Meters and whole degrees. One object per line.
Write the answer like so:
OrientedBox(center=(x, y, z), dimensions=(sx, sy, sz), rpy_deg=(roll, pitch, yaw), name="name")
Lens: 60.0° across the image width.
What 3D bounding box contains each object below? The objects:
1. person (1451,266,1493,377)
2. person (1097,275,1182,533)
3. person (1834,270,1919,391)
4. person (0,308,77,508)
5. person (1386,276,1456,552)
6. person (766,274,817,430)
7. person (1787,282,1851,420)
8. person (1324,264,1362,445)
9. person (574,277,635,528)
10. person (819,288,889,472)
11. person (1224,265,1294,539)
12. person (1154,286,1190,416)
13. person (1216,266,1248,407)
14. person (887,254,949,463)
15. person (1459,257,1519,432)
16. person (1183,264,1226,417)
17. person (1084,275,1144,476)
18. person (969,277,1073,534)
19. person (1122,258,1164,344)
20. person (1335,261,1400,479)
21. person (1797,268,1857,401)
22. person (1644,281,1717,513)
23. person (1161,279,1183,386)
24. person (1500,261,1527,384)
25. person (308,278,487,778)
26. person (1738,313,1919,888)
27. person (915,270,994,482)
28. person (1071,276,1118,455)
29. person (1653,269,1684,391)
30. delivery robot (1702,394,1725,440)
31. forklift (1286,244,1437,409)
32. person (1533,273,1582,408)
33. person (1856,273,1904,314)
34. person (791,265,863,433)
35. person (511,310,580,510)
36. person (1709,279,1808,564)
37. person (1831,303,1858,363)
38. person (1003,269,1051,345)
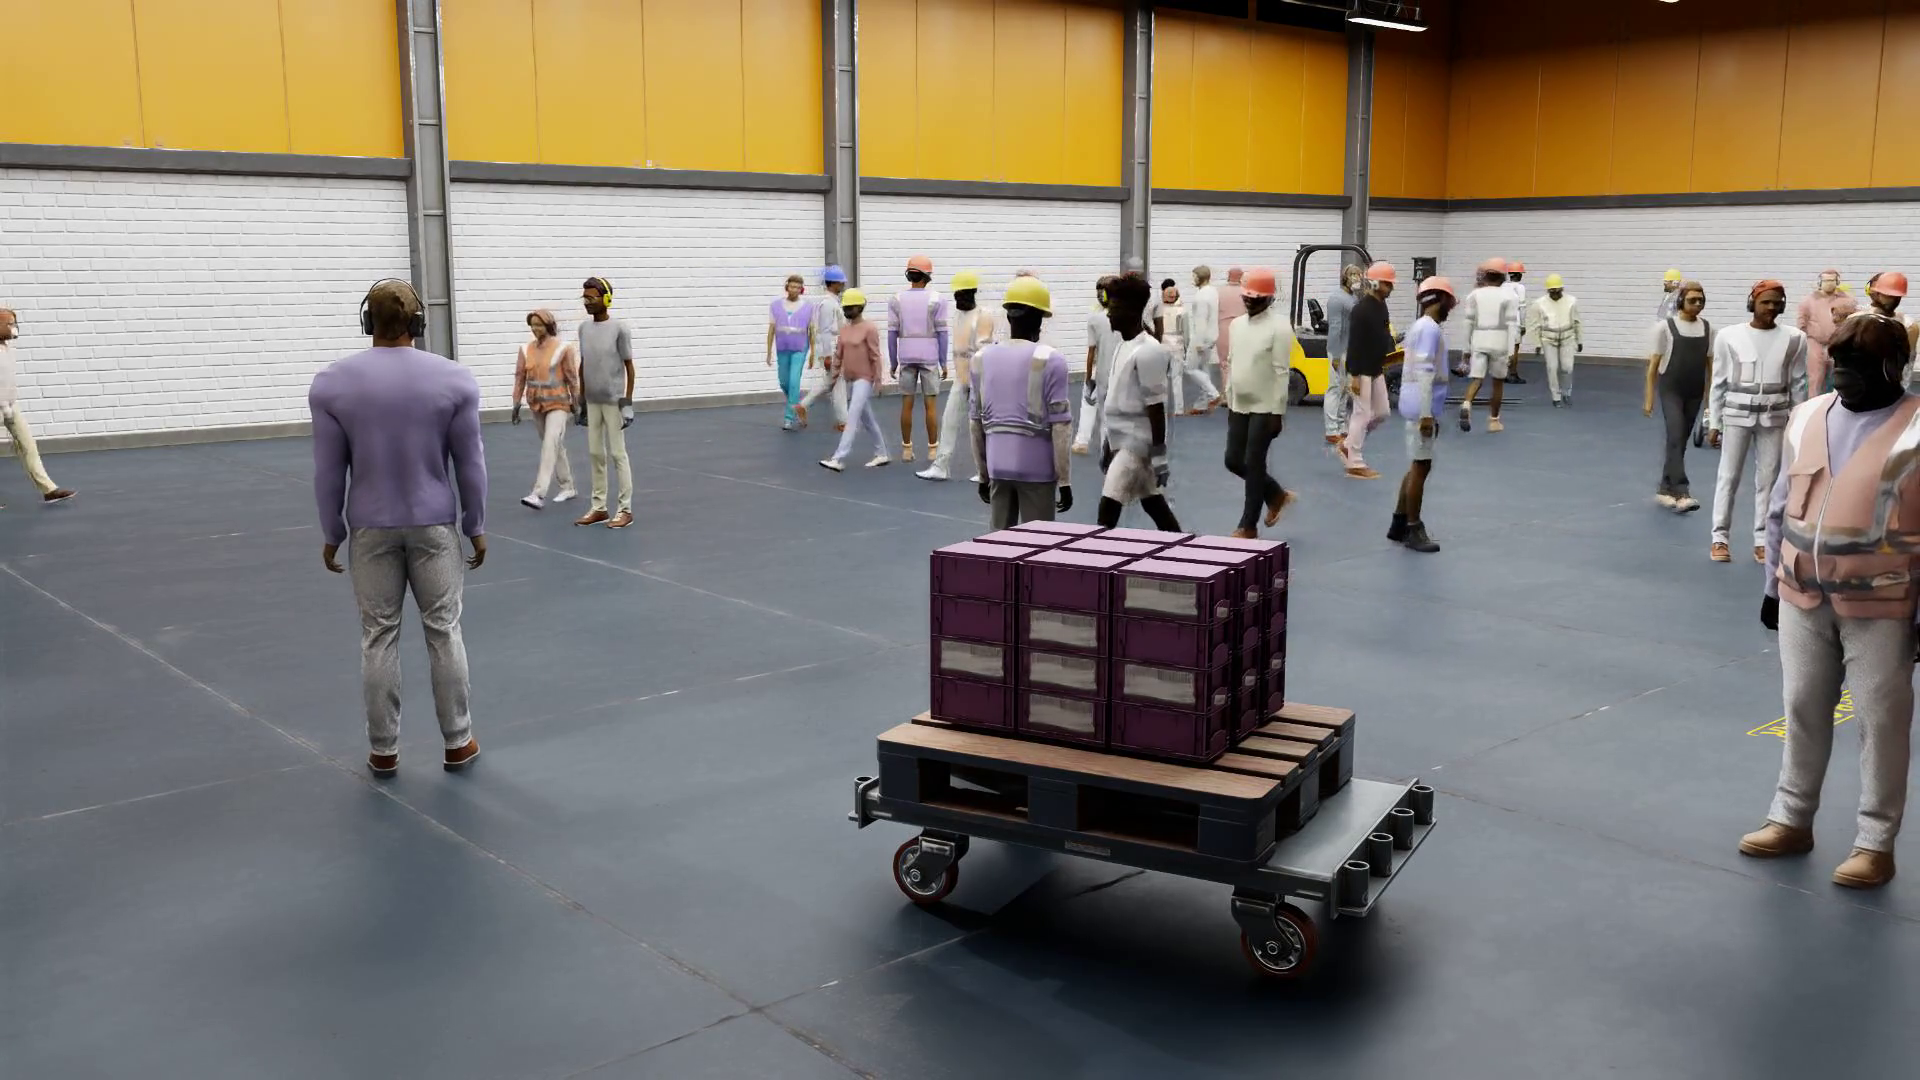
OrientedBox(center=(8.695, -3.639, 27.808), dimensions=(1.003, 1.842, 0.664), rpy_deg=(-7, 12, -36), name="person")
OrientedBox(center=(0.958, -0.565, 9.609), dimensions=(1.032, 1.910, 0.621), rpy_deg=(-1, 10, -6), name="person")
OrientedBox(center=(7.224, -1.170, 13.159), dimensions=(0.577, 1.915, 0.499), rpy_deg=(4, 10, 22), name="person")
OrientedBox(center=(-7.574, -1.039, 13.303), dimensions=(0.800, 1.598, 0.513), rpy_deg=(0, 10, -3), name="person")
OrientedBox(center=(3.212, -0.875, 11.547), dimensions=(0.388, 1.885, 0.662), rpy_deg=(3, 10, 16), name="person")
OrientedBox(center=(-1.965, -2.225, 19.625), dimensions=(0.600, 1.814, 0.775), rpy_deg=(2, 10, 9), name="person")
OrientedBox(center=(10.309, -2.212, 19.843), dimensions=(0.848, 1.715, 0.529), rpy_deg=(-1, 10, -7), name="person")
OrientedBox(center=(4.143, -1.993, 17.925), dimensions=(0.371, 1.935, 0.627), rpy_deg=(6, 12, 33), name="person")
OrientedBox(center=(-2.654, -1.019, 12.405), dimensions=(0.518, 1.870, 0.323), rpy_deg=(5, 11, 29), name="person")
OrientedBox(center=(-1.006, -1.511, 15.723), dimensions=(0.920, 1.711, 0.548), rpy_deg=(-9, 13, -42), name="person")
OrientedBox(center=(2.137, -0.943, 11.707), dimensions=(0.618, 1.960, 0.619), rpy_deg=(-6, 11, -32), name="person")
OrientedBox(center=(2.668, -2.397, 21.145), dimensions=(0.514, 1.640, 0.310), rpy_deg=(4, 10, 22), name="person")
OrientedBox(center=(3.647, -2.722, 22.338), dimensions=(0.668, 1.877, 0.514), rpy_deg=(-1, 10, -5), name="person")
OrientedBox(center=(-0.401, -1.772, 16.305), dimensions=(0.609, 2.044, 0.393), rpy_deg=(3, 10, 15), name="person")
OrientedBox(center=(5.993, -2.196, 18.892), dimensions=(0.611, 2.017, 0.852), rpy_deg=(7, 12, 36), name="person")
OrientedBox(center=(3.056, -2.492, 20.871), dimensions=(0.463, 1.923, 0.636), rpy_deg=(4, 10, 22), name="person")
OrientedBox(center=(1.326, -1.337, 14.336), dimensions=(0.514, 1.852, 0.505), rpy_deg=(1, 10, 5), name="person")
OrientedBox(center=(0.319, -0.350, 8.344), dimensions=(0.585, 1.920, 0.373), rpy_deg=(7, 12, 34), name="person")
OrientedBox(center=(2.052, -2.358, 19.742), dimensions=(0.707, 2.000, 0.961), rpy_deg=(1, 10, 5), name="person")
OrientedBox(center=(3.707, -1.535, 15.118), dimensions=(0.533, 1.972, 0.637), rpy_deg=(8, 13, 40), name="person")
OrientedBox(center=(10.252, -2.271, 19.684), dimensions=(0.668, 1.883, 0.746), rpy_deg=(3, 10, 17), name="person")
OrientedBox(center=(5.747, -1.108, 13.076), dimensions=(0.540, 1.814, 0.852), rpy_deg=(-1, 10, -7), name="person")
OrientedBox(center=(3.272, -3.255, 26.085), dimensions=(0.553, 1.656, 0.849), rpy_deg=(4, 10, 21), name="person")
OrientedBox(center=(8.794, -3.451, 26.448), dimensions=(0.355, 1.938, 0.545), rpy_deg=(-5, 11, -27), name="person")
OrientedBox(center=(-2.163, -0.040, 6.473), dimensions=(0.635, 1.937, 0.353), rpy_deg=(-3, 10, -16), name="person")
OrientedBox(center=(2.885, 0.192, 5.399), dimensions=(0.429, 1.841, 0.633), rpy_deg=(-6, 11, -30), name="person")
OrientedBox(center=(0.006, -1.432, 14.746), dimensions=(0.875, 1.891, 0.614), rpy_deg=(-7, 12, -35), name="person")
OrientedBox(center=(1.424, -1.744, 16.795), dimensions=(0.856, 1.808, 0.645), rpy_deg=(-9, 13, -41), name="person")
OrientedBox(center=(10.524, -3.090, 24.642), dimensions=(0.403, 1.830, 0.599), rpy_deg=(0, 10, 2), name="person")
OrientedBox(center=(8.131, -1.311, 17.684), dimensions=(0.477, 0.478, 0.707), rpy_deg=(6, 11, 31), name="delivery robot")
OrientedBox(center=(5.256, -2.933, 22.661), dimensions=(2.313, 2.155, 1.214), rpy_deg=(3, 10, 16), name="forklift")
OrientedBox(center=(7.951, -2.640, 22.120), dimensions=(0.654, 1.794, 0.459), rpy_deg=(2, 10, 11), name="person")
OrientedBox(center=(8.656, -1.592, 15.780), dimensions=(0.517, 1.865, 0.334), rpy_deg=(1, 10, 8), name="person")
OrientedBox(center=(-1.535, -2.171, 18.996), dimensions=(0.777, 1.928, 0.608), rpy_deg=(0, 10, 1), name="person")
OrientedBox(center=(-3.352, -1.052, 13.419), dimensions=(0.537, 1.590, 0.872), rpy_deg=(4, 10, 22), name="person")
OrientedBox(center=(5.236, -0.771, 10.955), dimensions=(0.575, 1.876, 0.340), rpy_deg=(3, 10, 16), name="person")
OrientedBox(center=(8.430, -1.418, 15.557), dimensions=(0.618, 1.594, 0.524), rpy_deg=(0, 10, -2), name="person")
OrientedBox(center=(0.666, -2.047, 18.389), dimensions=(0.661, 1.874, 0.642), rpy_deg=(8, 13, 40), name="person")
